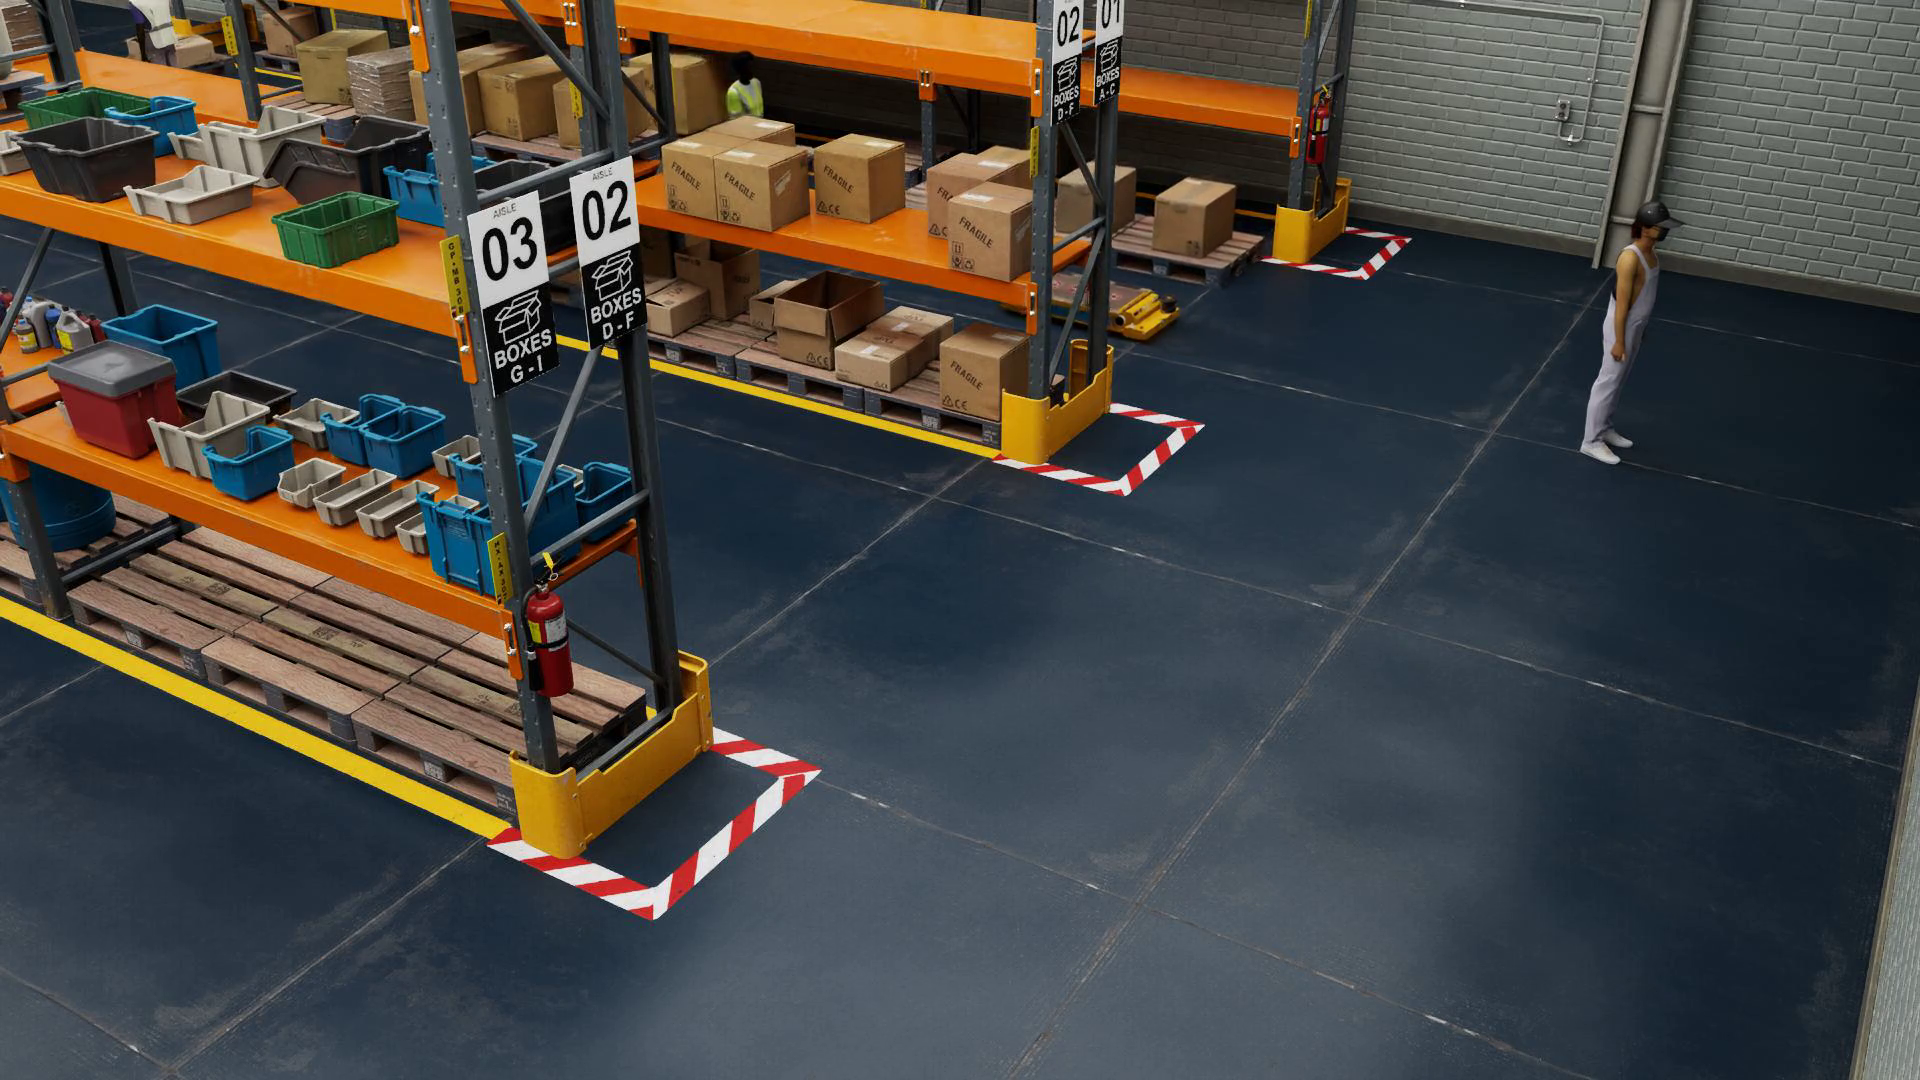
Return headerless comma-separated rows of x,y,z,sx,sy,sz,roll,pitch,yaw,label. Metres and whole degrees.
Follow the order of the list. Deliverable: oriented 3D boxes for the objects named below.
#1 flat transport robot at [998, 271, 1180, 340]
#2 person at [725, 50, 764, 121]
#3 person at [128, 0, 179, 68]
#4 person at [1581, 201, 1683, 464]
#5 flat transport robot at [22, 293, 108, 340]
1.104,-2.033,14.282,1.431,0.231,0.659,17,33,27,flat transport robot
-2.015,-3.906,16.190,0.525,1.676,0.547,15,32,25,person
-9.277,-5.712,19.274,0.388,1.839,0.559,9,30,16,person
4.682,-1.455,11.606,0.372,1.863,0.506,19,34,30,person
-7.639,-1.721,13.721,1.431,0.231,0.659,19,34,30,flat transport robot
